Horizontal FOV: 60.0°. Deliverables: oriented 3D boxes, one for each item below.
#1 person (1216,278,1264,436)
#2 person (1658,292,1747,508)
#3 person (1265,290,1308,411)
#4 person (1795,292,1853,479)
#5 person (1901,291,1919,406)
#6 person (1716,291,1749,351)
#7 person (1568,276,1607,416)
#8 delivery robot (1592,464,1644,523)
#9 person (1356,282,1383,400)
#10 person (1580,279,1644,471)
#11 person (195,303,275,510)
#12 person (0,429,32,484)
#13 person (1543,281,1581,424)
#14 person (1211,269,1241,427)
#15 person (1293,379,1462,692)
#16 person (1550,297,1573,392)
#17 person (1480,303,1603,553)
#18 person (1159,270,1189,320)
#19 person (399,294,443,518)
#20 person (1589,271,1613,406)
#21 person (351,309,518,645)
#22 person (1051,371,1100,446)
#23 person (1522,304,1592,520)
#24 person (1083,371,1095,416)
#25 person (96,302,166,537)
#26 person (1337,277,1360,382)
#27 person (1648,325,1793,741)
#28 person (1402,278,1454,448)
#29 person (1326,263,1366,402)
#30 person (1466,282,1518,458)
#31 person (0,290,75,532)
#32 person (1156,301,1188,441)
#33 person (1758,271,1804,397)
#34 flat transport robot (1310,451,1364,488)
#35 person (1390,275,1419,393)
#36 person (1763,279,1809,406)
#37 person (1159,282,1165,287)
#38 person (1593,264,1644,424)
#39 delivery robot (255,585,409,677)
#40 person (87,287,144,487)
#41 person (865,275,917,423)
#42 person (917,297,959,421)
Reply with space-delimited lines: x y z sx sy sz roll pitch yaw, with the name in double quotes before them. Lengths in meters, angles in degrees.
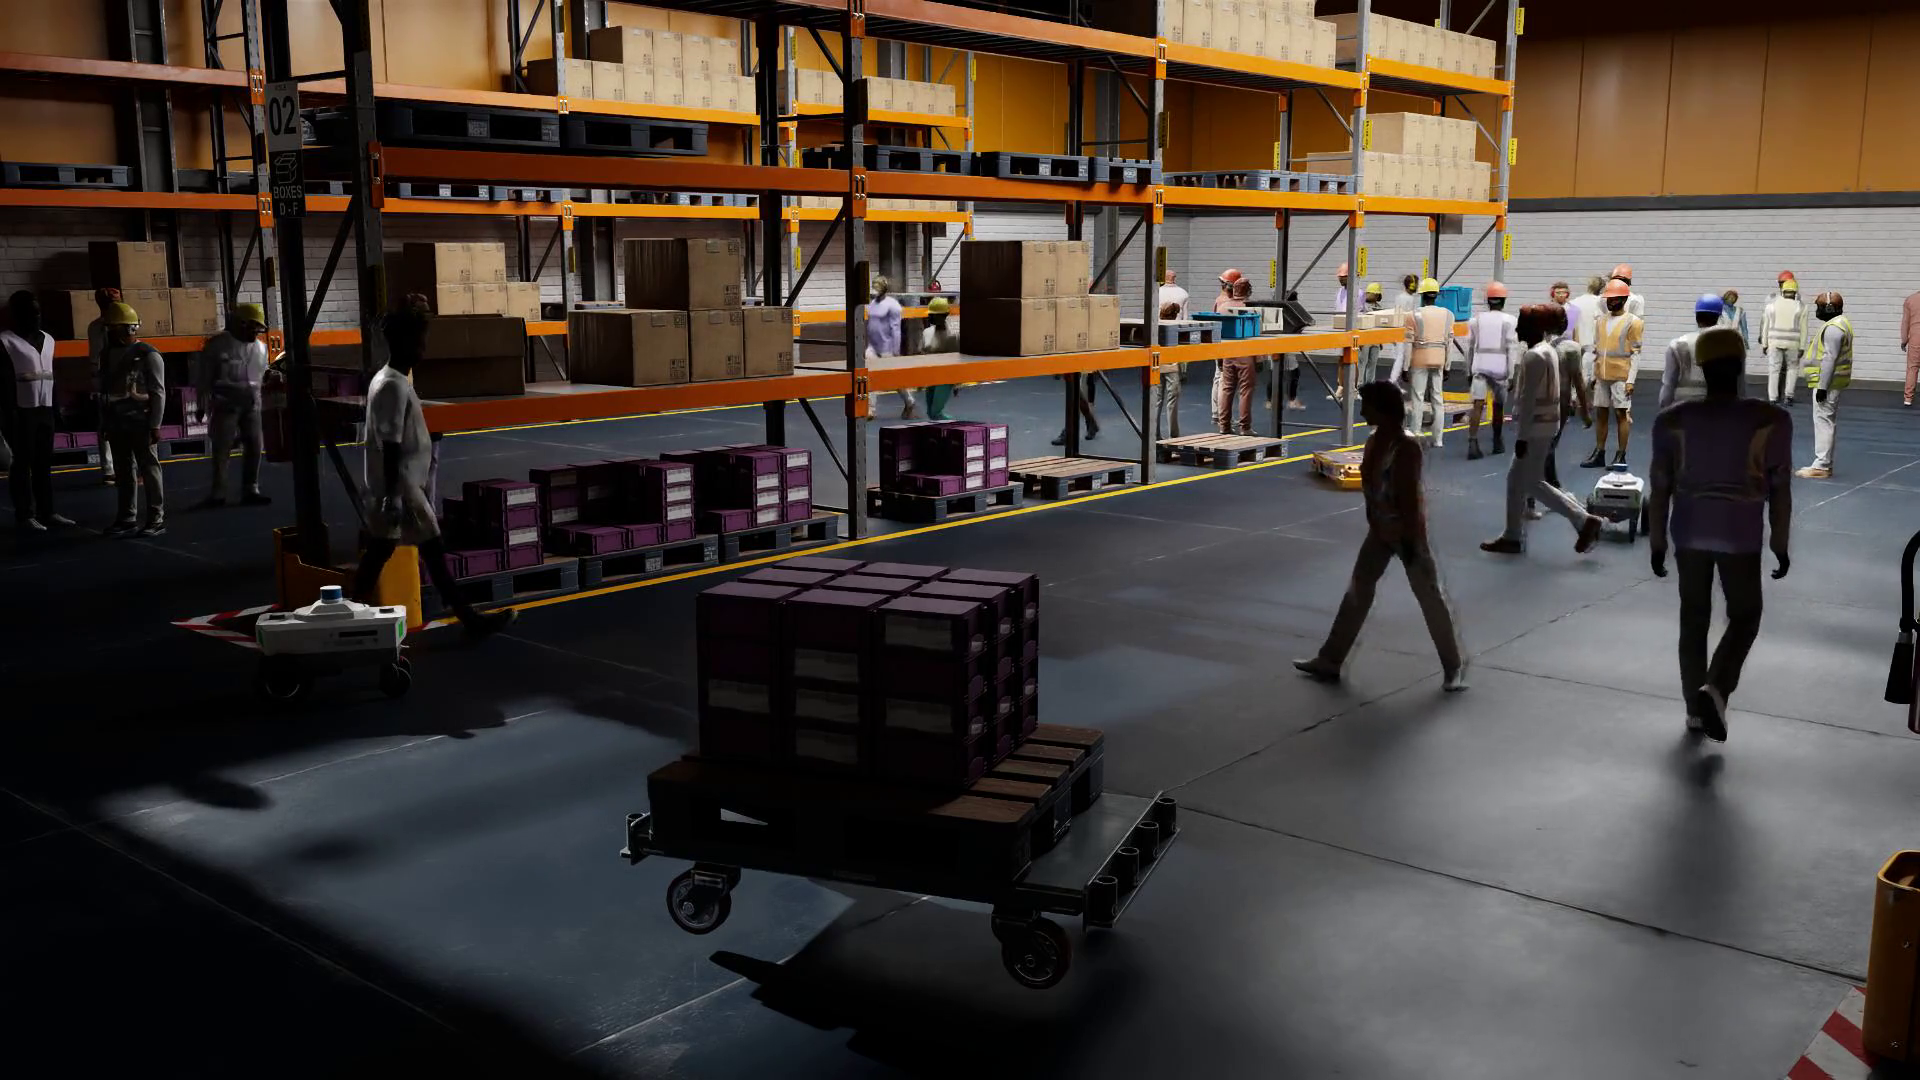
"person" 3.395 -2.204 20.078 0.641 1.901 0.400 9 13 41
"person" 5.901 -1.001 13.189 0.662 1.912 0.758 3 10 17
"person" 4.567 -2.611 23.028 0.674 1.673 0.552 -1 10 -3
"person" 8.532 -1.522 16.389 0.429 1.830 0.634 6 11 29
"person" 13.785 -2.850 23.716 0.652 1.906 0.403 8 13 40
"person" 11.742 -2.990 25.383 0.526 1.593 0.847 0 10 0
"person" 8.439 -2.606 22.421 0.966 1.895 0.634 -9 13 -41
"delivery robot" 5.191 -0.357 13.103 0.477 0.478 0.707 4 11 24
"person" 6.129 -2.962 24.821 0.486 1.745 0.295 -7 12 -33
"person" 6.633 -1.672 16.919 0.358 1.937 0.548 -6 12 -31
"person" -6.311 -1.146 14.404 0.406 1.788 0.734 9 13 41
"person" -9.110 -1.346 15.488 0.989 1.778 0.645 -4 11 -20
"person" 7.655 -2.401 21.385 0.577 1.826 0.514 3 10 15
"person" 3.393 -2.436 21.122 0.385 1.990 0.608 -1 10 -6
"person" 2.234 -0.028 8.561 0.801 1.584 0.567 -2 10 -12
"person" 9.024 -2.931 25.096 0.856 1.590 0.508 -6 11 -29
"person" 4.279 -0.791 12.130 0.783 1.861 0.595 4 11 24
"person" 3.391 -3.428 27.057 0.652 1.895 0.401 -1 10 -8
"person" -4.215 -0.954 12.933 0.642 1.905 0.399 8 13 38
"person" 9.338 -2.890 23.852 0.368 1.939 0.629 0 10 -2
"person" -3.053 -0.332 9.360 0.998 1.906 0.626 -4 11 -21
"person" 1.374 -2.067 19.273 0.550 1.902 0.971 8 13 40
"person" 4.957 -1.076 13.972 0.994 1.798 0.533 -7 12 -35
"person" 1.668 -2.501 22.346 0.550 1.680 0.432 5 11 29
"person" -6.502 -0.934 13.014 0.588 1.835 0.403 3 10 18
"person" 6.526 -3.625 27.885 0.391 1.991 0.613 2 10 12
"person" 3.436 -0.018 7.574 0.615 1.907 0.627 6 12 32
"person" 5.272 -1.993 18.811 0.588 1.918 0.397 -2 10 -11
"person" 5.652 -3.036 24.391 0.391 2.039 0.615 -5 11 -26
"person" 5.718 -1.828 17.955 0.561 1.892 0.977 6 12 31
"person" -7.441 -1.031 13.318 0.393 1.922 0.589 2 10 11
"person" 2.409 -1.938 19.285 0.525 1.639 0.307 9 14 43
"person" 12.542 -3.152 25.477 0.551 1.896 0.919 2 10 11
"flat transport robot" 3.859 -0.695 16.098 0.652 0.197 1.431 0 10 0
"person" 6.885 -3.190 25.877 0.470 1.838 0.544 -2 10 -10
"person" 11.744 -2.795 23.663 0.613 1.812 0.593 7 12 35
"person" 3.461 -3.602 28.101 0.328 1.873 0.519 8 13 39
"person" 8.433 -2.501 21.338 0.605 2.045 0.382 5 11 25
"delivery robot" -3.152 0.473 8.376 0.707 0.478 0.477 -3 11 -17
"person" -8.045 -1.447 15.799 0.575 1.882 0.361 9 13 41
"person" -0.961 -2.483 21.615 0.919 1.911 0.638 -10 14 -44
"person" -0.164 -1.697 17.602 0.688 1.744 0.538 -8 13 -39
